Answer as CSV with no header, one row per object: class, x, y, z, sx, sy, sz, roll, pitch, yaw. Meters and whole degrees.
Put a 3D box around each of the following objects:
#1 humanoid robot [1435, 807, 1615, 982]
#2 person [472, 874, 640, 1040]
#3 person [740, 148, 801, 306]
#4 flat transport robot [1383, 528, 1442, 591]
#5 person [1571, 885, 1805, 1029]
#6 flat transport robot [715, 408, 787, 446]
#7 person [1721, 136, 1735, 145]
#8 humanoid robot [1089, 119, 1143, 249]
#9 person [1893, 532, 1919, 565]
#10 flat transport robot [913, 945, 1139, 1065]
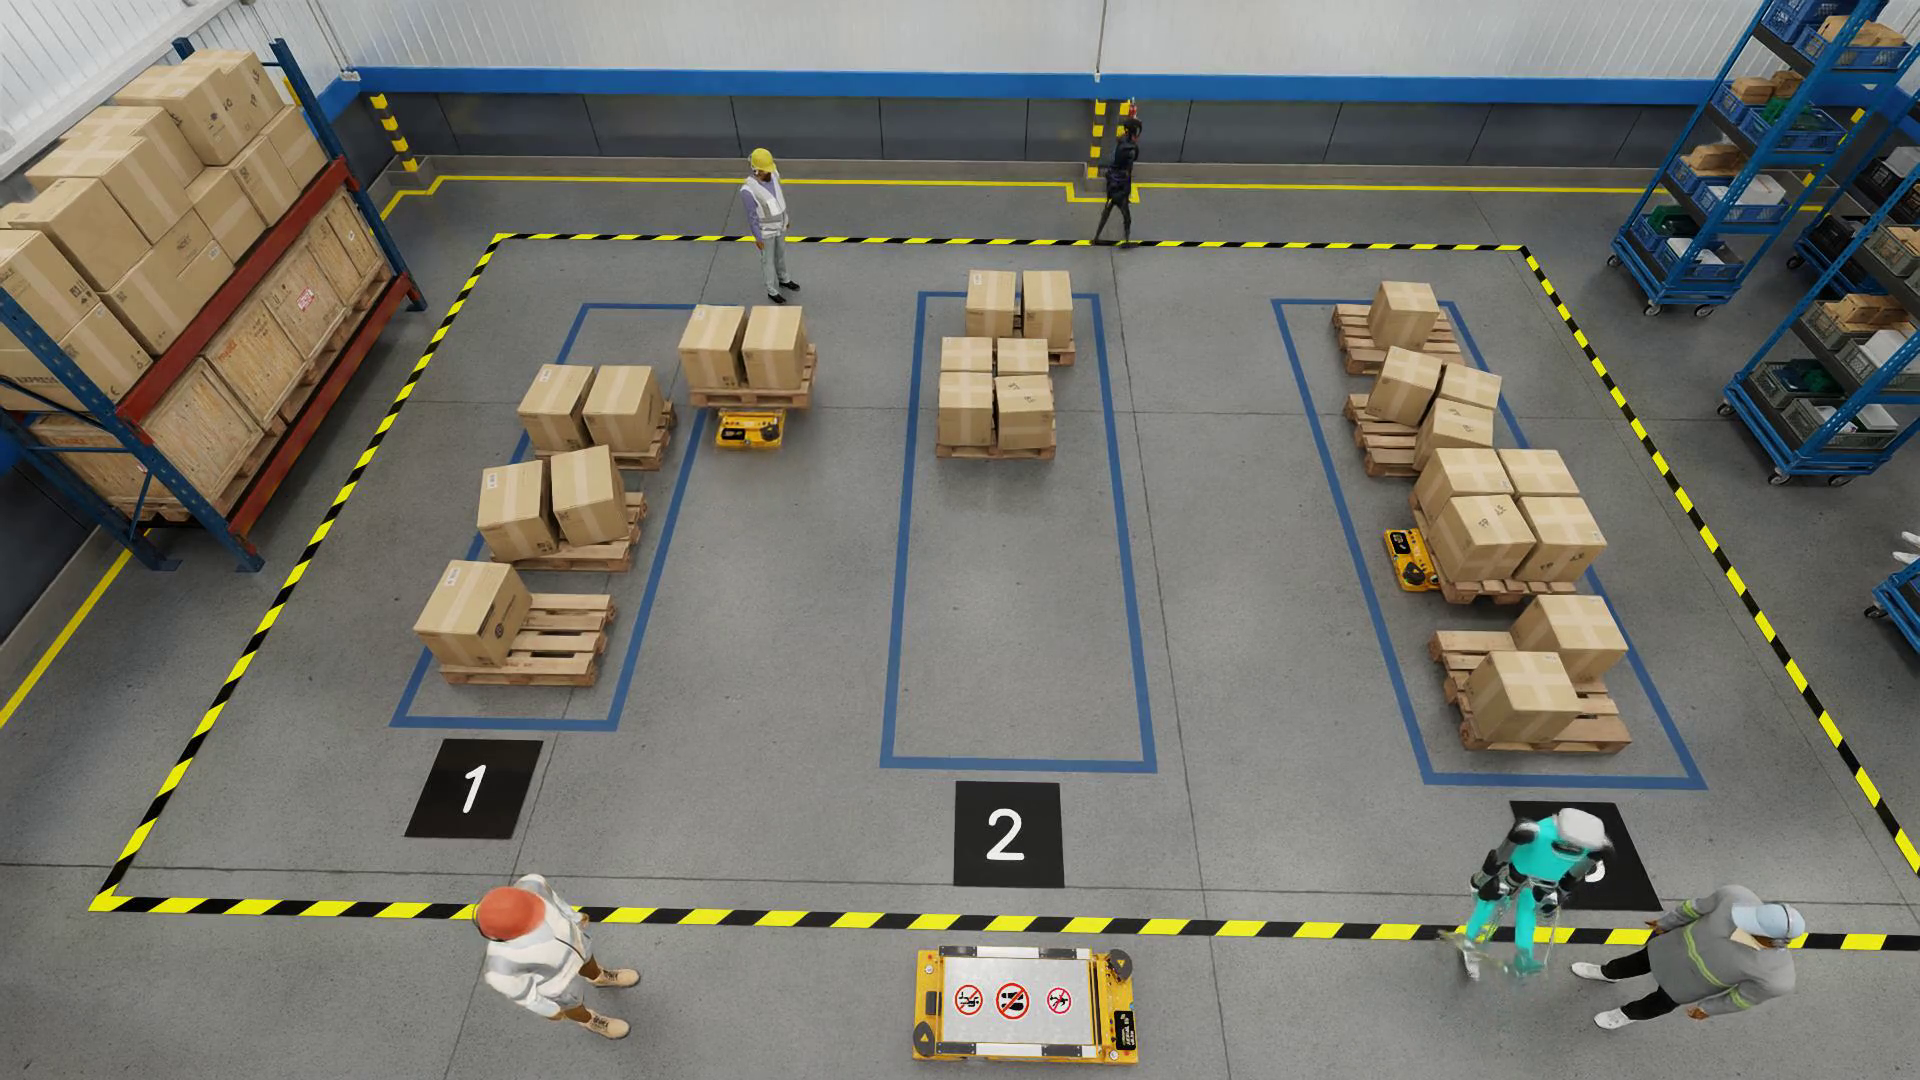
humanoid robot,3.436,2.345,5.654,0.539,1.817,0.752,10,52,8
person,-2.318,2.447,5.349,0.378,2.040,0.614,0,51,0
person,-2.136,-3.548,10.374,0.404,1.824,0.585,22,54,17
flat transport robot,4.689,0.155,8.342,1.431,0.197,0.652,1,51,1
person,4.306,2.503,5.428,0.406,1.846,0.587,0,51,0
flat transport robot,-2.149,-1.568,9.746,0.652,0.197,1.431,1,51,1
person,9.005,-4.225,10.921,0.556,1.833,0.523,8,51,6
humanoid robot,1.969,-4.307,11.101,0.633,1.635,0.609,-7,51,-5
person,8.901,-0.435,7.780,0.587,1.913,0.392,-35,59,-25
flat transport robot,0.422,3.041,6.007,1.431,0.231,0.659,1,51,1
